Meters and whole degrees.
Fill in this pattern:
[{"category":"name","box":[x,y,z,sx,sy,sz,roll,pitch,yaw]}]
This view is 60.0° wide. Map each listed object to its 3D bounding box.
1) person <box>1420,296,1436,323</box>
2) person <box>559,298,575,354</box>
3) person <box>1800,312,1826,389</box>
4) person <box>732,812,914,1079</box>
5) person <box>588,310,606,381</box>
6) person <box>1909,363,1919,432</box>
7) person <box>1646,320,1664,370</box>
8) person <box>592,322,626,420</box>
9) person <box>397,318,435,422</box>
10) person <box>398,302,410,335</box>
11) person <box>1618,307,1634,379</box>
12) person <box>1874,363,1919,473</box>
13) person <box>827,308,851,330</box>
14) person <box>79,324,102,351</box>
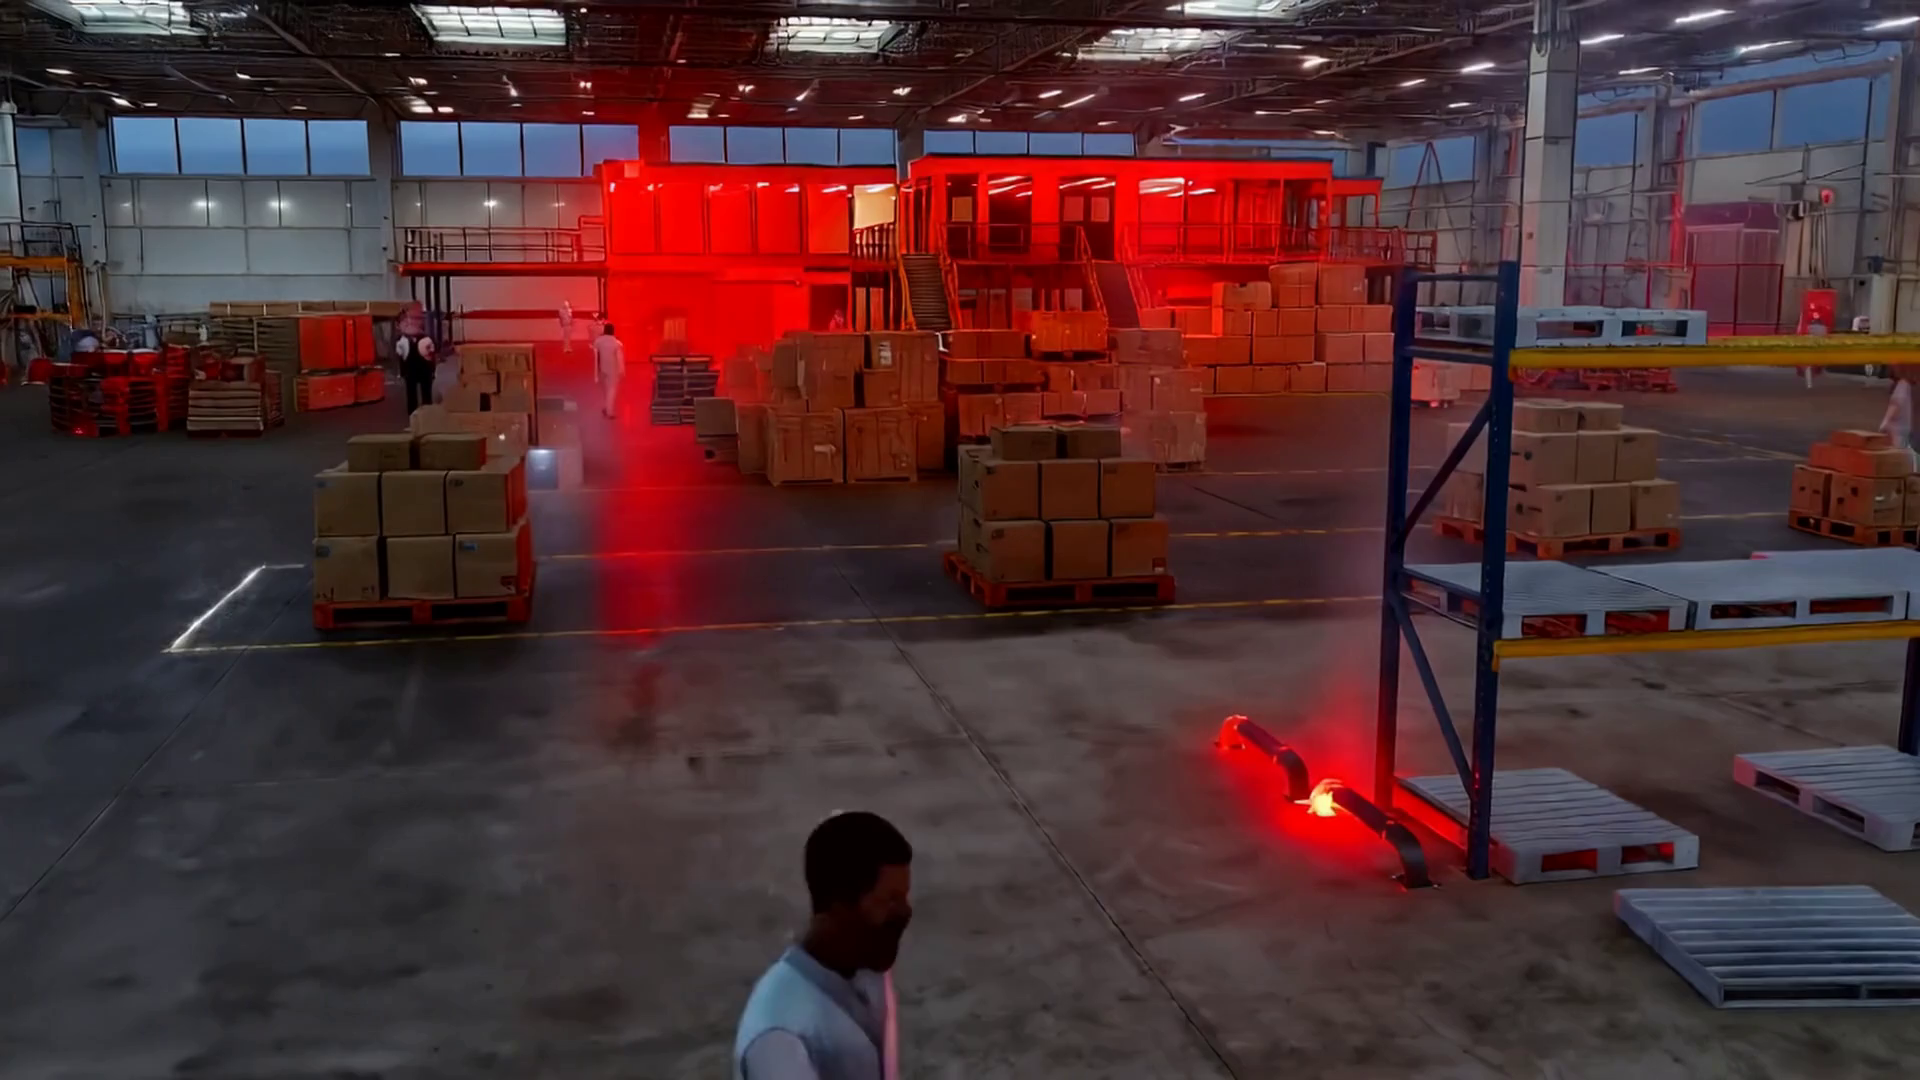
[{"category":"person","box":[17.845,-8.351,63.490,0.629,1.895,1.017,-1,9,-4]},{"category":"person","box":[-13.687,-7.458,57.981,0.366,1.926,0.594,7,12,36]},{"category":"person","box":[21.121,-4.703,41.309,0.610,1.878,0.955,3,10,17]},{"category":"person","box":[-0.229,1.495,3.512,0.619,1.892,0.583,3,10,19]},{"category":"person","box":[-9.443,-5.065,43.535,0.553,1.879,1.035,-5,10,-26]},{"category":"person","box":[17.669,-2.876,30.315,0.634,1.841,0.429,5,11,27]},{"category":"person","box":[19.970,-5.631,47.617,0.553,1.657,0.805,-5,10,-26]},{"category":"person","box":[-6.881,-3.315,32.735,0.658,1.922,0.448,2,10,12]},{"category":"person","box":[-10.561,-3.312,32.365,0.674,2.000,0.537,-2,9,-11]},{"category":"person","box":[-18.387,-6.961,55.147,0.575,1.890,0.439,8,12,41]},{"category":"person","box":[17.717,-5.289,44.724,1.016,1.947,0.633,2,10,14]},{"category":"person","box":[12.213,-1.458,21.771,1.038,1.808,0.504,6,11,33]},{"category":"person","box":[-2.856,-4.469,39.427,0.606,2.039,0.395,-3,10,-17]},{"category":"person","box":[-19.270,-3.900,36.843,0.533,1.751,0.687,0,9,1]}]
